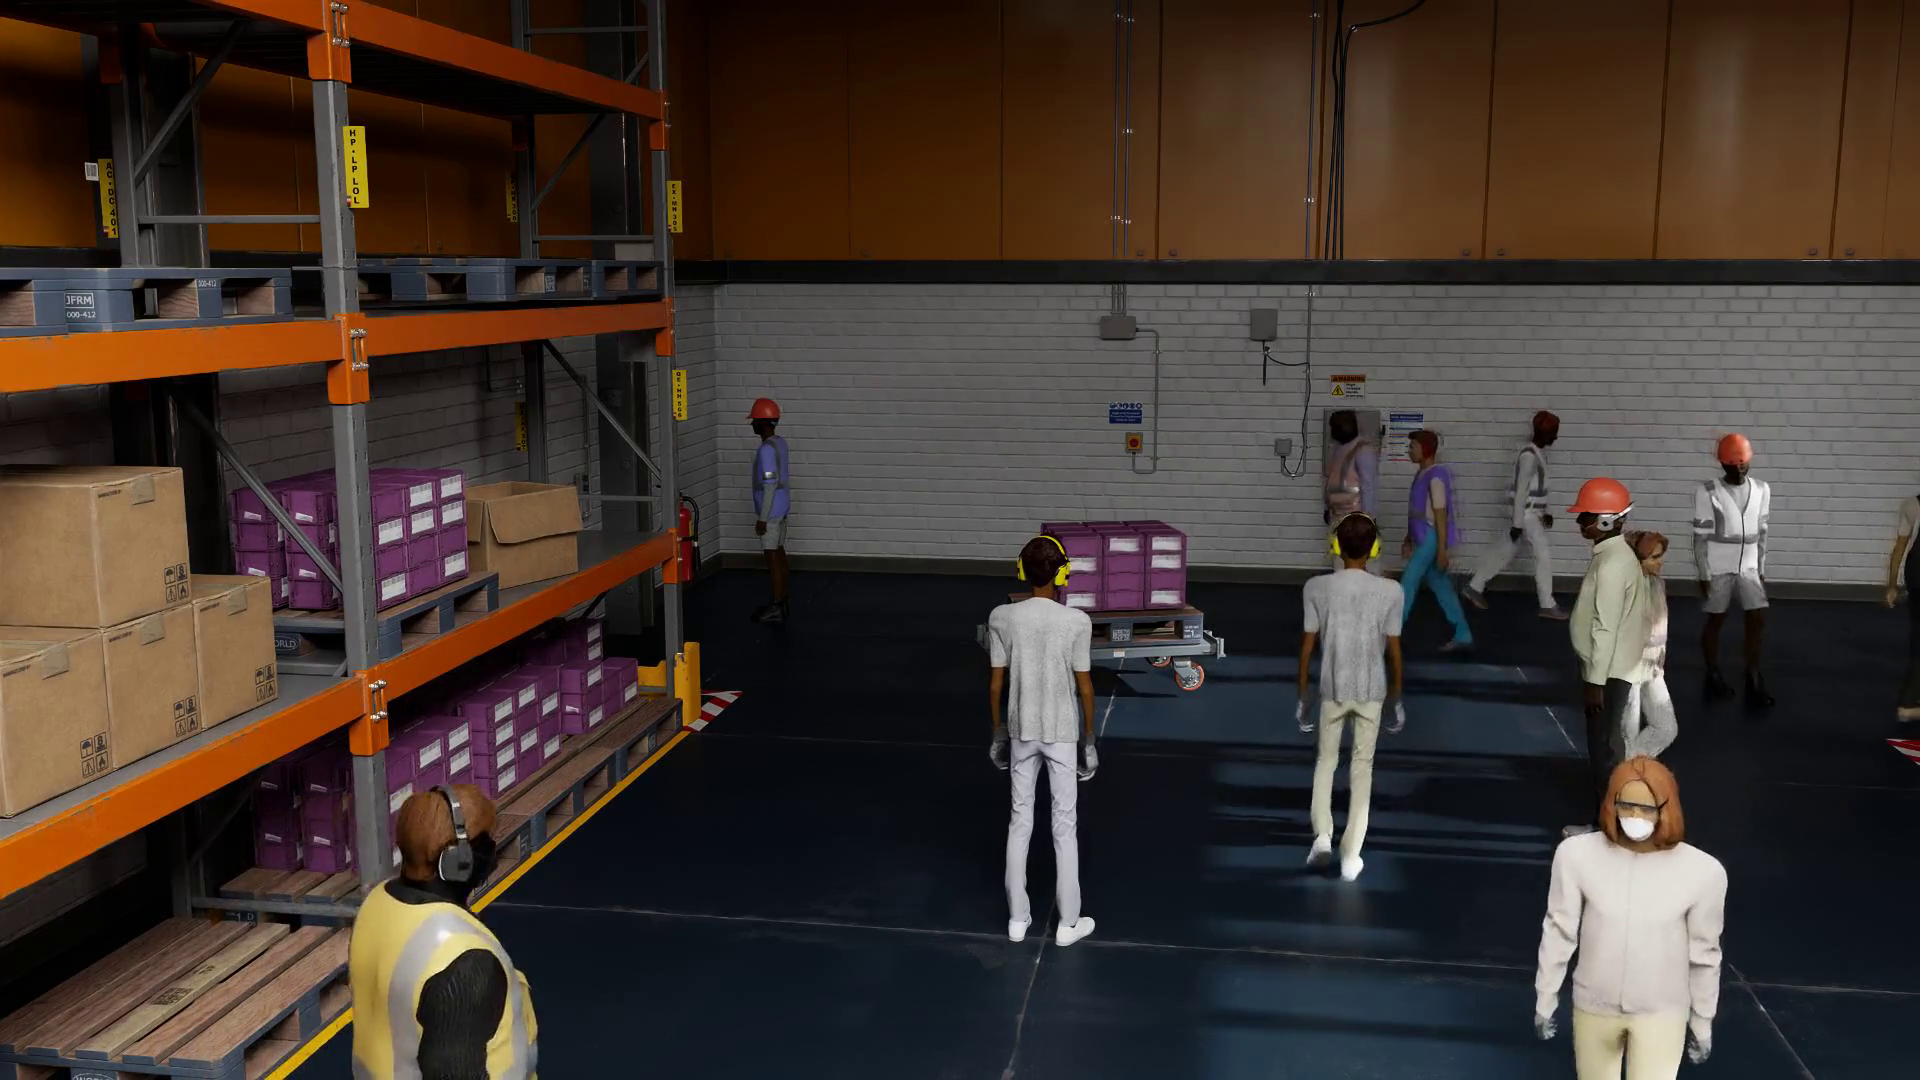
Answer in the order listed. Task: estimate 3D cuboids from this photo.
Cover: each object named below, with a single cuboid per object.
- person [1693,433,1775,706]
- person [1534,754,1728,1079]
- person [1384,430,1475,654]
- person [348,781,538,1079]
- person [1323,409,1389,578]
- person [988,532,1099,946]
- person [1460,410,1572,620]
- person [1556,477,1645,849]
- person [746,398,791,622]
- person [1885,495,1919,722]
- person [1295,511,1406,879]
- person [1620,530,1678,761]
[{"bbox_3d":[5.437,0.215,11.593,0.574,1.900,0.801,-1,9,-4],"label":"person"},{"bbox_3d":[2.052,1.417,5.114,0.510,1.599,0.794,5,11,29],"label":"person"},{"bbox_3d":[3.646,0.023,13.122,0.975,1.789,0.596,1,9,7],"label":"person"},{"bbox_3d":[-1.223,1.471,4.187,0.970,1.786,0.656,-8,12,-39],"label":"person"},{"bbox_3d":[3.539,-0.269,14.865,0.662,1.811,0.638,-2,9,-12],"label":"person"},{"bbox_3d":[0.378,0.895,7.498,0.518,1.874,0.327,3,10,19],"label":"person"},{"bbox_3d":[4.894,-0.236,14.572,0.942,1.844,0.616,4,10,24],"label":"person"},{"bbox_3d":[3.302,0.665,8.589,0.408,1.987,0.607,4,10,21],"label":"person"},{"bbox_3d":[-1.661,-0.260,14.414,0.364,1.939,0.542,1,9,7],"label":"person"},{"bbox_3d":[6.684,0.308,11.340,0.974,1.793,0.506,-7,11,-36],"label":"person"},{"bbox_3d":[1.949,0.783,8.265,0.523,1.851,0.419,3,10,18],"label":"person"},{"bbox_3d":[3.722,0.754,9.110,0.521,1.625,0.378,-8,12,-40],"label":"person"}]
